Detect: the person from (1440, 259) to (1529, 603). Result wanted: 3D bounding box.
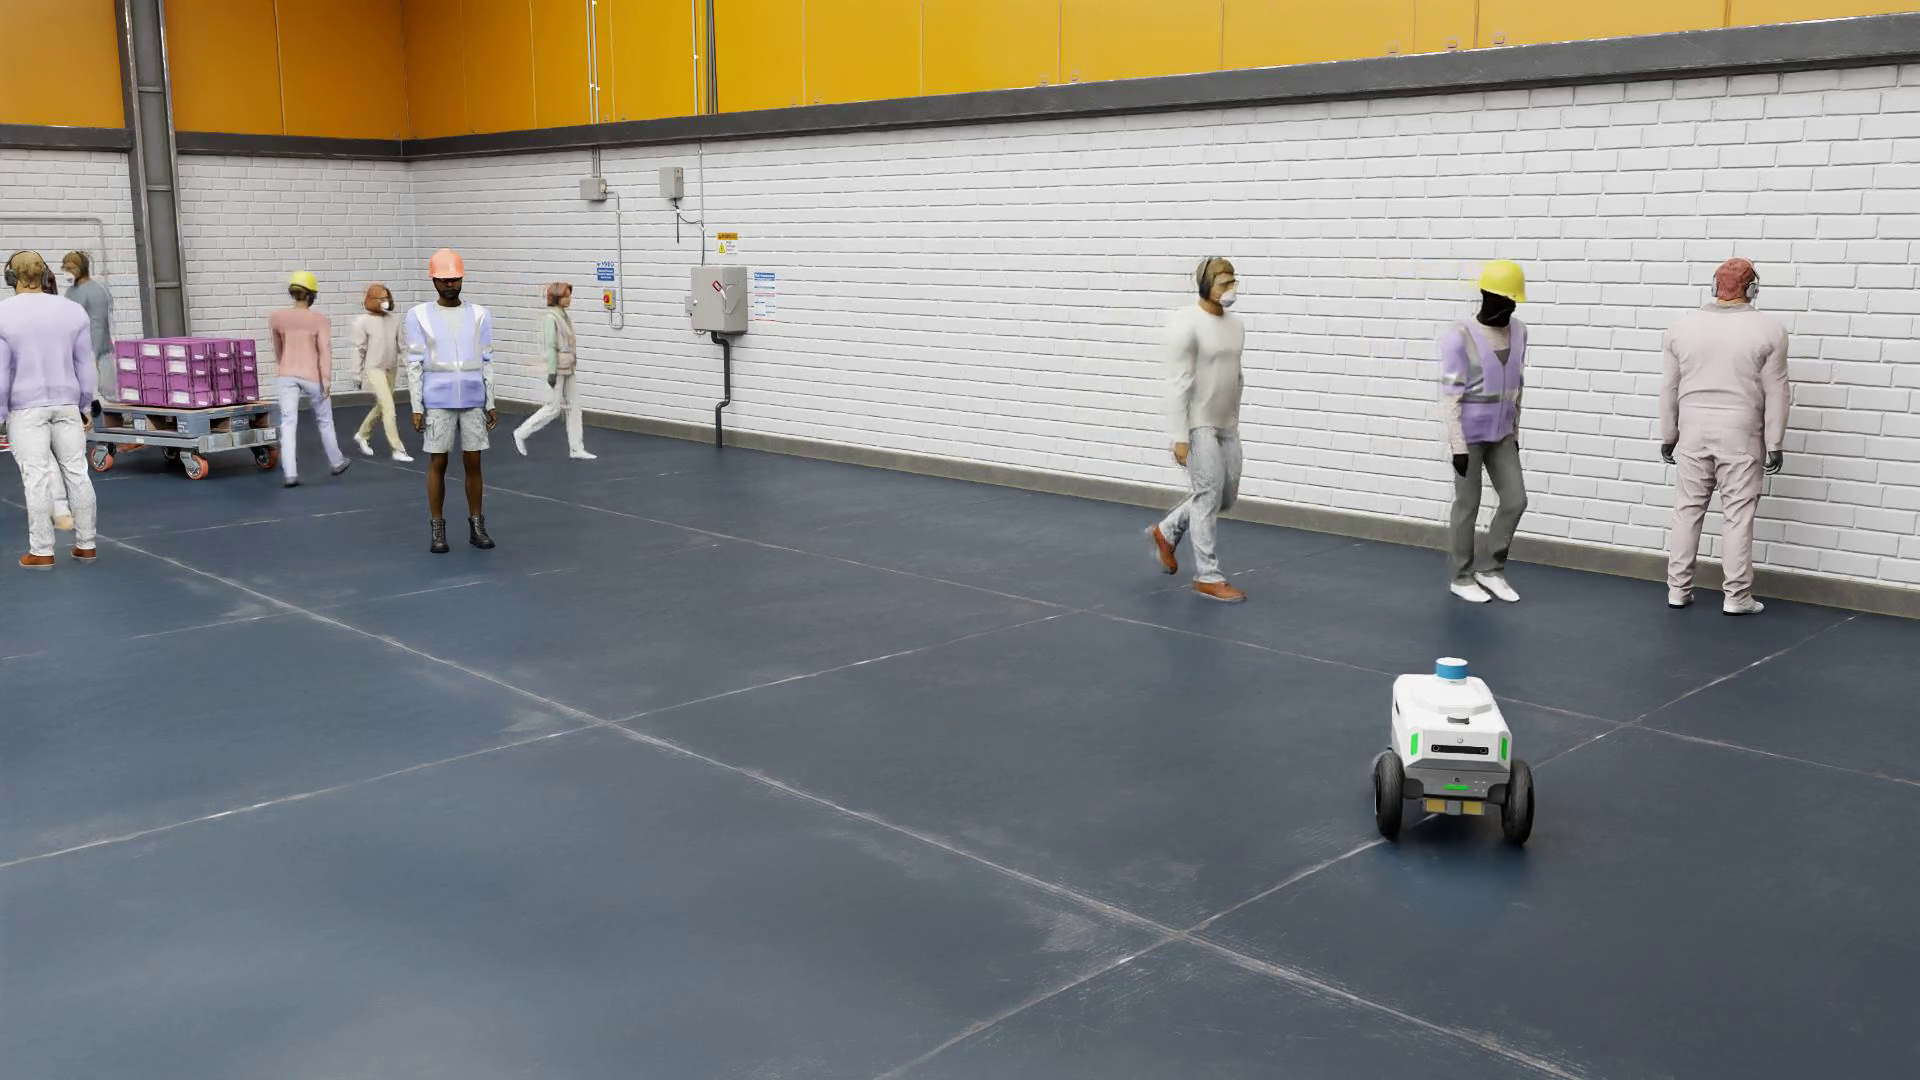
[{"bbox_3d":[2.873,-0.573,9.054,0.633,1.894,0.542,-5,12,-26],"label":"person"}]

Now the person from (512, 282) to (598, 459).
[{"bbox_3d":[-3.681,-1.517,14.990,0.690,1.616,0.522,1,10,6],"label":"person"}]

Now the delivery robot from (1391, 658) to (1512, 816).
[{"bbox_3d":[1.699,0.653,5.782,0.477,0.478,0.707,2,10,10],"label":"delivery robot"}]

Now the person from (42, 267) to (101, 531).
[{"bbox_3d":[-6.363,-0.997,11.580,0.752,1.824,0.627,7,13,34],"label":"person"}]

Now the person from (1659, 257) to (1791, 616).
[{"bbox_3d":[4.092,-0.550,8.913,0.654,1.904,0.406,10,14,42],"label":"person"}]

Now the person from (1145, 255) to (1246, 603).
[{"bbox_3d":[1.327,-0.629,9.321,0.690,1.917,0.634,10,15,44],"label":"person"}]

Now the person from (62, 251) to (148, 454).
[{"bbox_3d":[-7.994,-1.686,15.205,0.631,1.885,1.030,8,13,38],"label":"person"}]

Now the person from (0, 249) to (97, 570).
[{"bbox_3d":[-5.569,-0.784,10.095,0.375,1.940,0.627,8,13,38],"label":"person"}]

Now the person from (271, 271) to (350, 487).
[{"bbox_3d":[-5.341,-1.323,13.618,0.527,1.718,0.915,0,10,0],"label":"person"}]

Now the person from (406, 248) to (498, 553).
[{"bbox_3d":[-3.239,-0.888,10.665,0.551,1.936,0.357,-6,12,-29],"label":"person"}]

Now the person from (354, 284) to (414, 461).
[{"bbox_3d":[-5.285,-1.523,15.070,0.811,1.598,0.510,6,12,29],"label":"person"}]
